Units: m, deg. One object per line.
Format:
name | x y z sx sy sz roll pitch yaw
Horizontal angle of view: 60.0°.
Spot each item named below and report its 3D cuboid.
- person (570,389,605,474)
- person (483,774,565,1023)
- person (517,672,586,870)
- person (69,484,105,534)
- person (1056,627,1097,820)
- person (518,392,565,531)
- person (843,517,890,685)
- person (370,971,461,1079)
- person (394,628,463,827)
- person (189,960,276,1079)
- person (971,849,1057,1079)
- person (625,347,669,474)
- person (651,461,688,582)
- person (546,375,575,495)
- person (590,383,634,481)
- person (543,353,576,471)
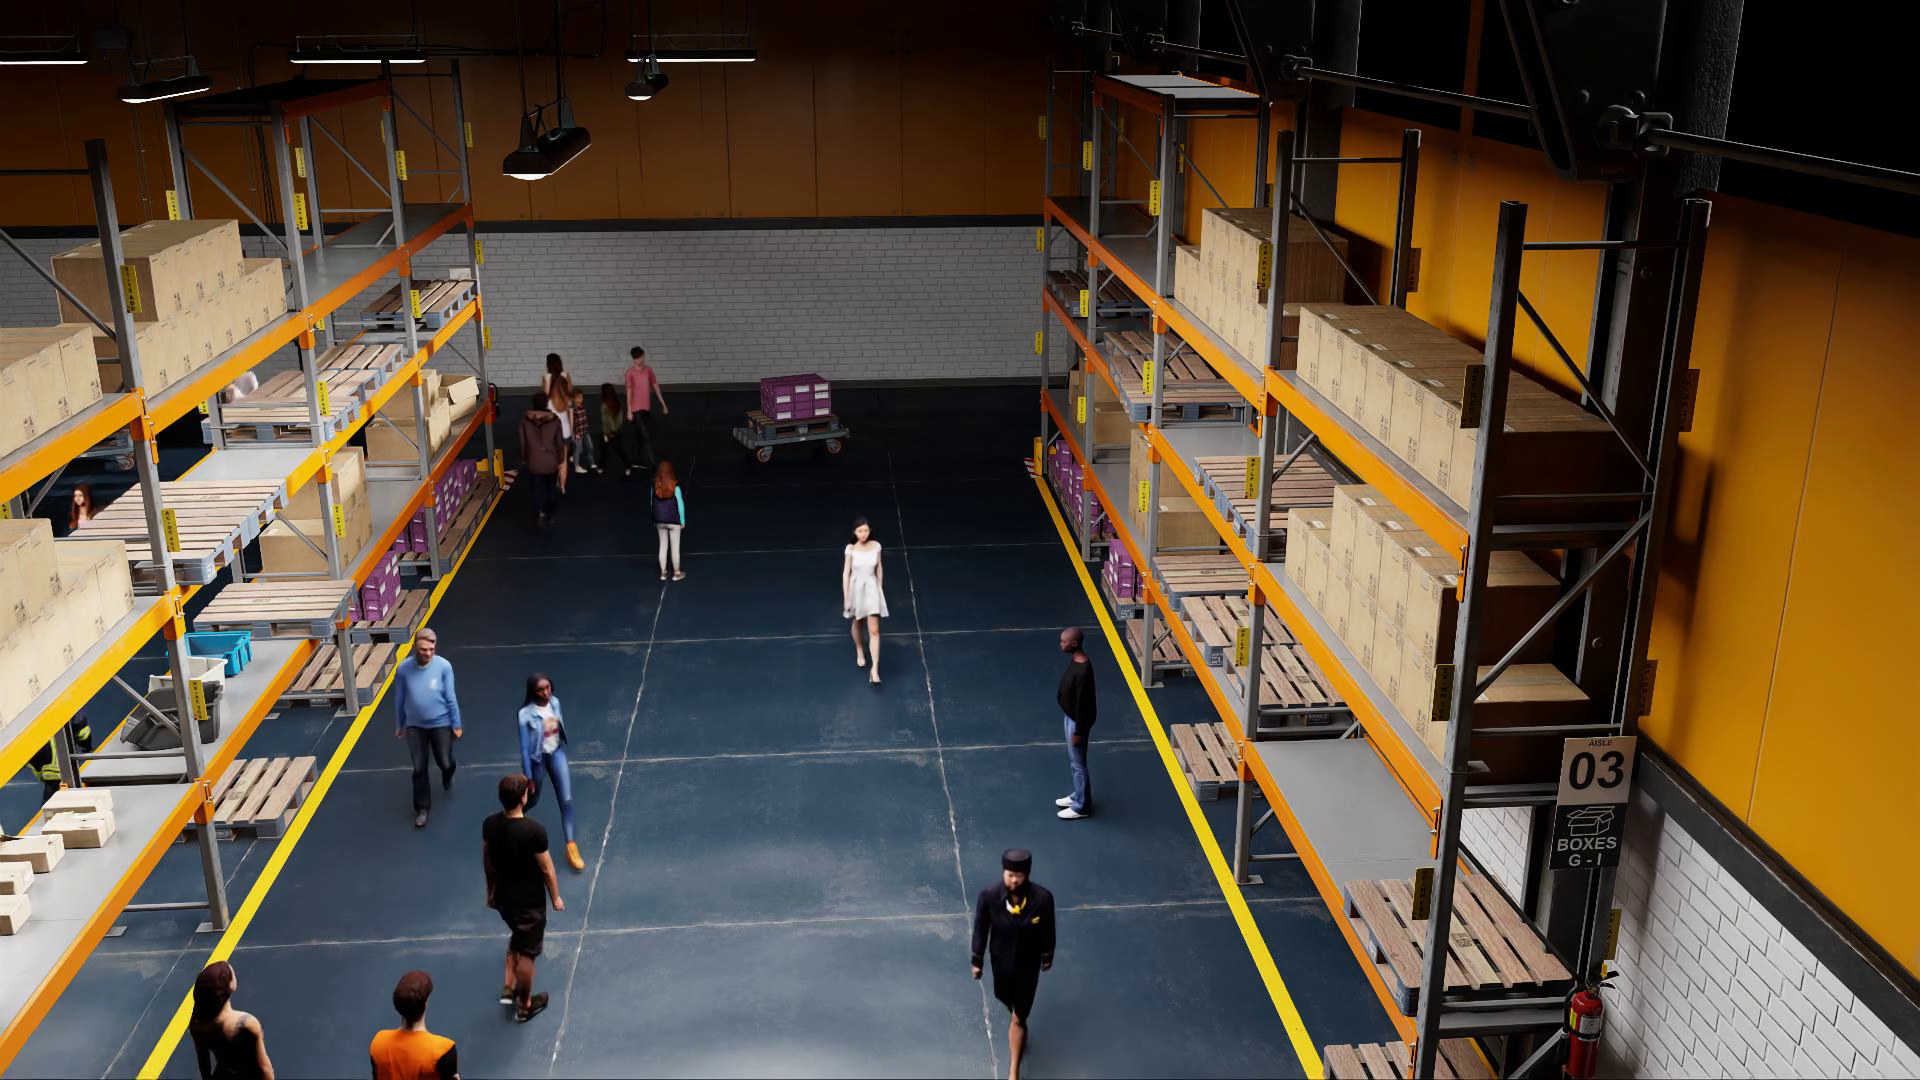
person | -5.707 -1.620 24.726 0.770 1.290 0.731 8 20 23
person | -3.118 2.519 11.556 0.780 1.851 0.804 9 21 25
person | -3.520 1.868 13.782 1.225 1.664 1.155 14 23 35
person | -9.699 0.186 18.776 0.673 1.666 1.129 0 19 -1
person | 1.041 1.577 14.522 0.667 1.744 0.506 -3 19 -9
person | -5.563 -1.028 22.126 0.820 1.827 1.064 -4 19 -11
person | -1.033 0.592 17.469 0.717 1.729 1.182 -4 19 -12
person | -2.994 3.305 9.193 0.797 1.869 1.020 2 19 7
person | -4.590 1.562 14.503 0.713 1.783 0.939 0 19 0
person | -4.159 3.260 9.516 0.852 1.749 1.096 5 19 14
person | 0.373 2.790 11.100 0.884 1.629 1.154 3 19 9
person | -4.797 -1.922 24.647 1.208 1.913 1.187 10 21 27
person | -3.569 -0.244 20.312 0.659 1.499 0.681 5 19 15
person | -5.659 -1.455 23.596 0.688 1.699 0.730 -7 20 -21
person | -5.021 -1.539 24.253 1.015 1.438 1.016 11 22 30
person | -5.956 -1.881 24.783 0.791 1.748 1.131 -6 19 -17
